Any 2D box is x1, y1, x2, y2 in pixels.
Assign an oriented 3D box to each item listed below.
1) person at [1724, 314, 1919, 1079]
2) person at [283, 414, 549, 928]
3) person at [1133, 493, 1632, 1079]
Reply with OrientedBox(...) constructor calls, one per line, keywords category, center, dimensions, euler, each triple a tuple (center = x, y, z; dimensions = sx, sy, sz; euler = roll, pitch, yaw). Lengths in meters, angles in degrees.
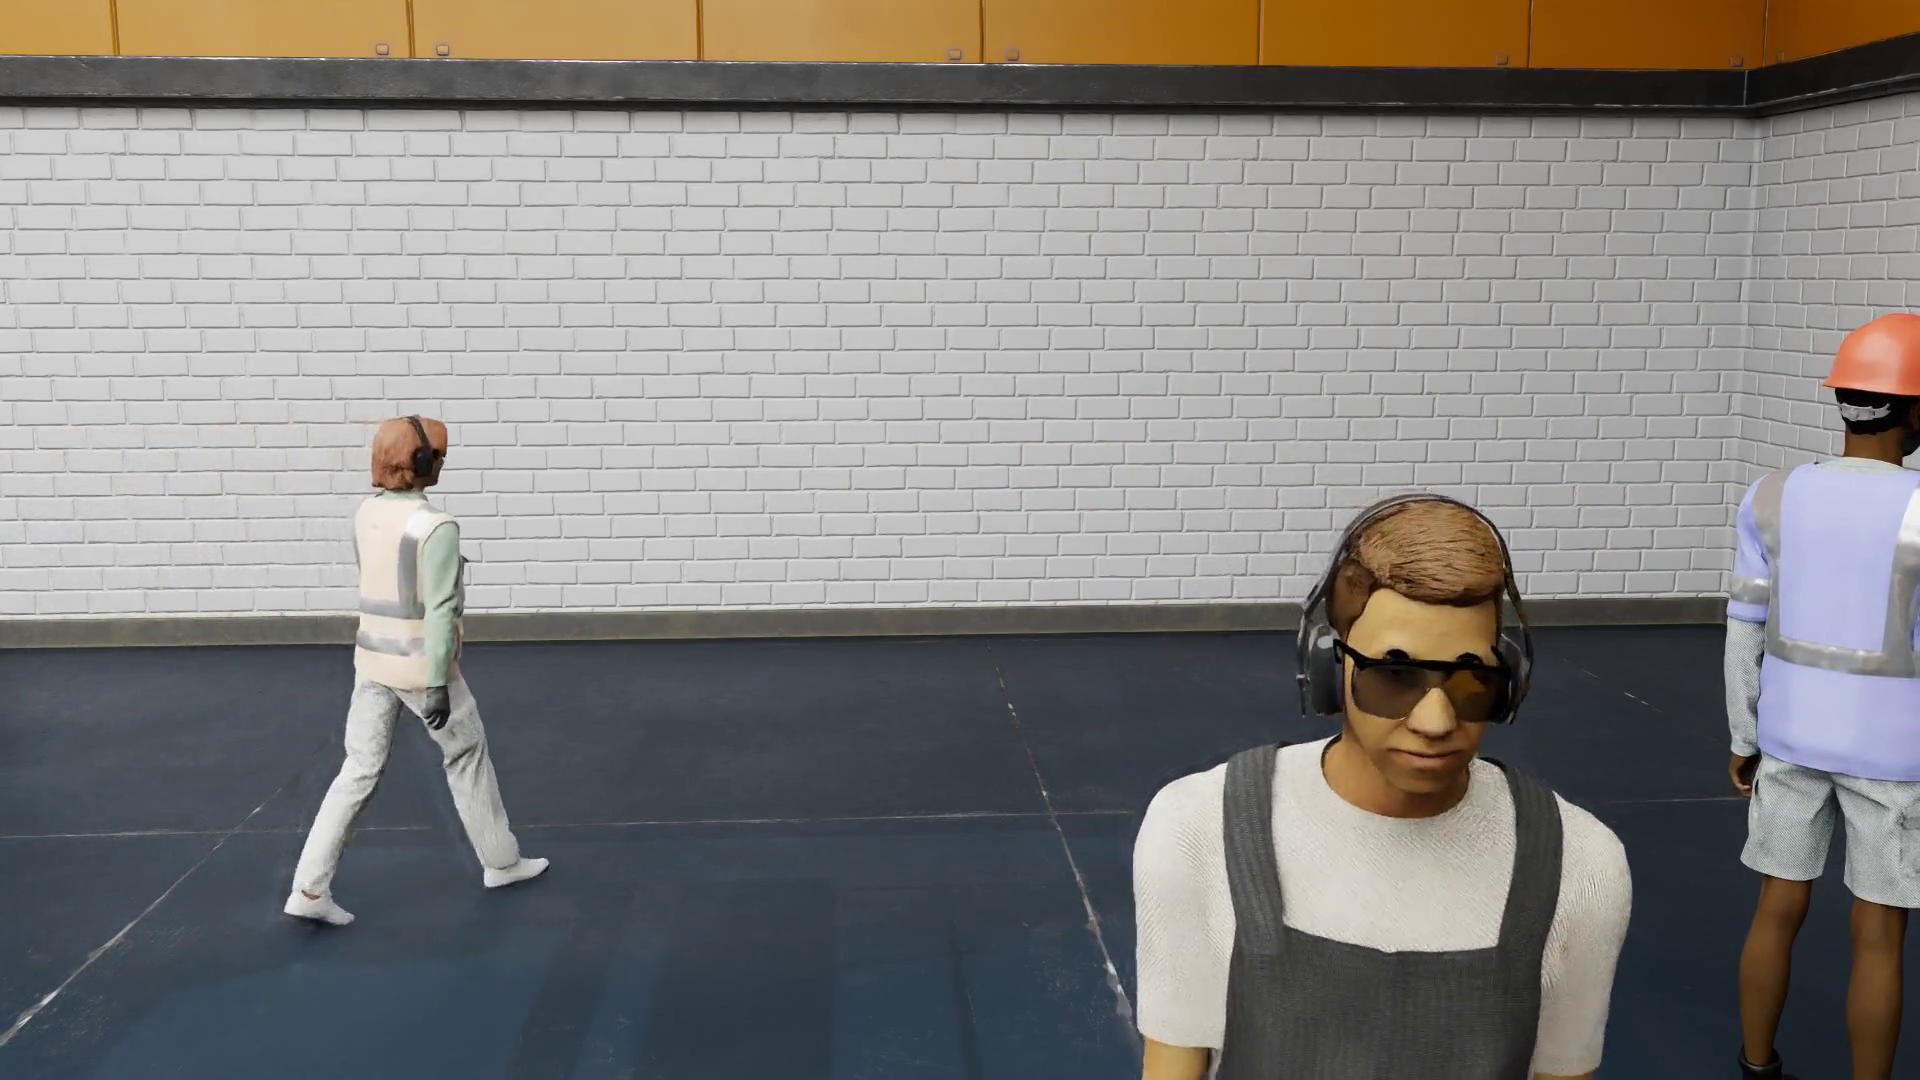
OrientedBox(category="person", center=(2.032, 0.462, 3.782), dimensions=(0.362, 1.935, 0.553), euler=(-7, 11, -38))
OrientedBox(category="person", center=(-1.752, 0.404, 5.222), dimensions=(0.528, 1.594, 0.883), euler=(7, 11, 36))
OrientedBox(category="person", center=(0.440, 0.827, 1.861), dimensions=(0.509, 1.822, 0.721), euler=(2, 9, 10))
